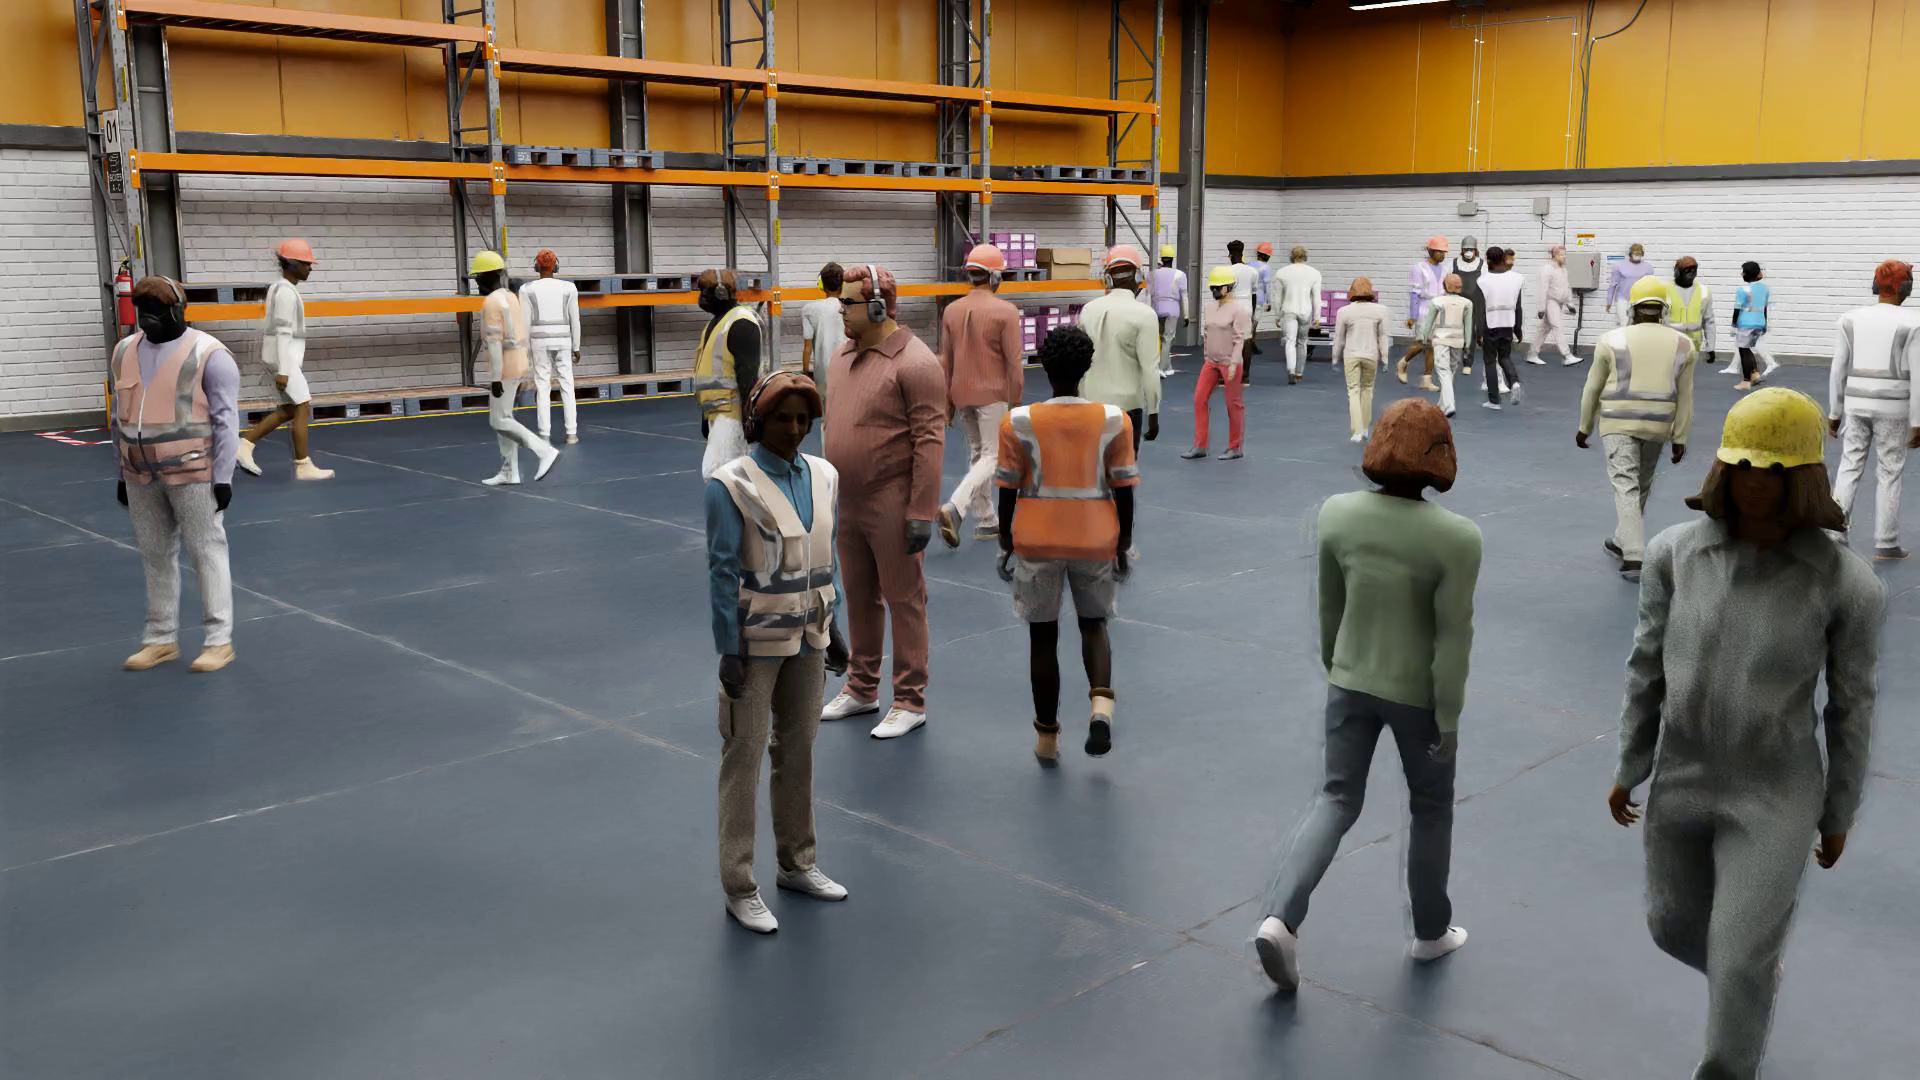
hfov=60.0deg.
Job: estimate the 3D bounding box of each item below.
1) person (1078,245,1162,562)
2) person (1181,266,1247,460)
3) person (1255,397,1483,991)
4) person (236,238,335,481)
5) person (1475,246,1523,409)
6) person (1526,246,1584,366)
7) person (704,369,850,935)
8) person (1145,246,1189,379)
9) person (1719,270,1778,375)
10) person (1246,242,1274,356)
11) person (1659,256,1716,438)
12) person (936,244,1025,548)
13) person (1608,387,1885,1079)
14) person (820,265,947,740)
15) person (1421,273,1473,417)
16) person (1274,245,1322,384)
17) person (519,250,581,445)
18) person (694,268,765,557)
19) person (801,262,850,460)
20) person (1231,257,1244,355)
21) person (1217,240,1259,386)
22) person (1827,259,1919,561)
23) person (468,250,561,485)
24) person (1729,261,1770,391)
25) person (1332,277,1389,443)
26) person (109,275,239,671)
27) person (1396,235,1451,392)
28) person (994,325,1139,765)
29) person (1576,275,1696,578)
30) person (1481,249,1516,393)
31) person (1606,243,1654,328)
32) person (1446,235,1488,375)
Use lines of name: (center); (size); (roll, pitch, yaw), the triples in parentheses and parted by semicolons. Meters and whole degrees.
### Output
person: (1.000, -0.826, 10.262); (0.429, 1.959, 0.646); (-9, 13, -39)
person: (2.280, -1.562, 14.868); (0.727, 1.735, 0.545); (-8, 13, -38)
person: (1.117, 0.421, 4.468); (0.497, 1.609, 0.745); (10, 14, 42)
person: (-5.608, -1.460, 13.623); (0.770, 2.009, 0.633); (-5, 12, -27)
person: (6.268, -2.453, 19.310); (0.631, 1.895, 0.542); (-2, 11, -9)
person: (9.293, -3.638, 25.879); (0.984, 1.854, 0.659); (9, 14, 41)
person: (-0.536, 0.316, 4.923); (0.313, 1.638, 0.513); (9, 13, 39)
person: (2.941, -3.246, 23.706); (0.601, 1.883, 0.992); (5, 11, 24)
person: (11.521, -3.192, 24.150); (0.783, 1.603, 0.509); (8, 13, 37)
person: (5.015, -4.001, 27.766); (0.750, 1.894, 0.591); (-8, 13, -36)
person: (7.222, -1.912, 16.605); (0.648, 1.799, 0.927); (0, 10, 2)
person: (0.097, -0.928, 10.804); (0.629, 1.972, 0.836); (9, 14, 40)
person: (1.729, 0.511, 3.631); (0.702, 1.716, 0.491); (-9, 14, -41)
person: (-0.349, -0.151, 6.747); (0.400, 1.905, 0.643); (-9, 14, -41)
person: (5.478, -2.185, 18.646); (0.510, 1.601, 0.842); (-2, 11, -9)
person: (4.623, -3.080, 22.764); (0.626, 1.904, 0.967); (1, 10, 6)
person: (-3.963, -1.860, 16.120); (0.572, 1.883, 0.355); (-4, 11, -20)
person: (-1.447, -0.770, 10.342); (0.454, 1.824, 0.637); (-5, 11, -24)
person: (-0.967, -1.256, 12.999); (0.538, 1.825, 0.979); (0, 10, -2)
person: (4.322, -3.592, 25.972); (0.554, 1.719, 0.880); (1, 10, 8)
person: (3.691, -3.020, 22.233); (0.602, 1.959, 0.368); (-4, 11, -21)
person: (5.705, -0.796, 10.340); (0.400, 1.887, 0.590); (-7, 12, -33)
person: (-3.602, -1.362, 13.342); (0.640, 1.900, 0.624); (0, 10, -1)
person: (10.270, -2.786, 21.679); (0.546, 1.681, 0.372); (-5, 11, -25)
person: (3.933, -1.782, 16.405); (0.536, 1.605, 0.652); (1, 10, 4)
person: (-3.664, -0.302, 7.737); (0.627, 1.841, 0.429); (2, 11, 10)
person: (6.055, -2.945, 21.653); (0.630, 2.022, 0.660); (-5, 12, -27)
person: (0.402, 0.036, 6.303); (0.546, 1.685, 0.420); (-1, 10, -4)
person: (4.052, -0.687, 9.998); (0.586, 1.787, 0.933); (0, 10, 0)
person: (7.001, -2.804, 21.368); (0.559, 1.841, 0.756); (-5, 11, -25)
person: (10.583, -3.716, 26.233); (0.665, 1.888, 0.863); (1, 10, 3)
person: (7.299, -3.382, 23.984); (0.704, 2.000, 0.804); (3, 11, 17)
